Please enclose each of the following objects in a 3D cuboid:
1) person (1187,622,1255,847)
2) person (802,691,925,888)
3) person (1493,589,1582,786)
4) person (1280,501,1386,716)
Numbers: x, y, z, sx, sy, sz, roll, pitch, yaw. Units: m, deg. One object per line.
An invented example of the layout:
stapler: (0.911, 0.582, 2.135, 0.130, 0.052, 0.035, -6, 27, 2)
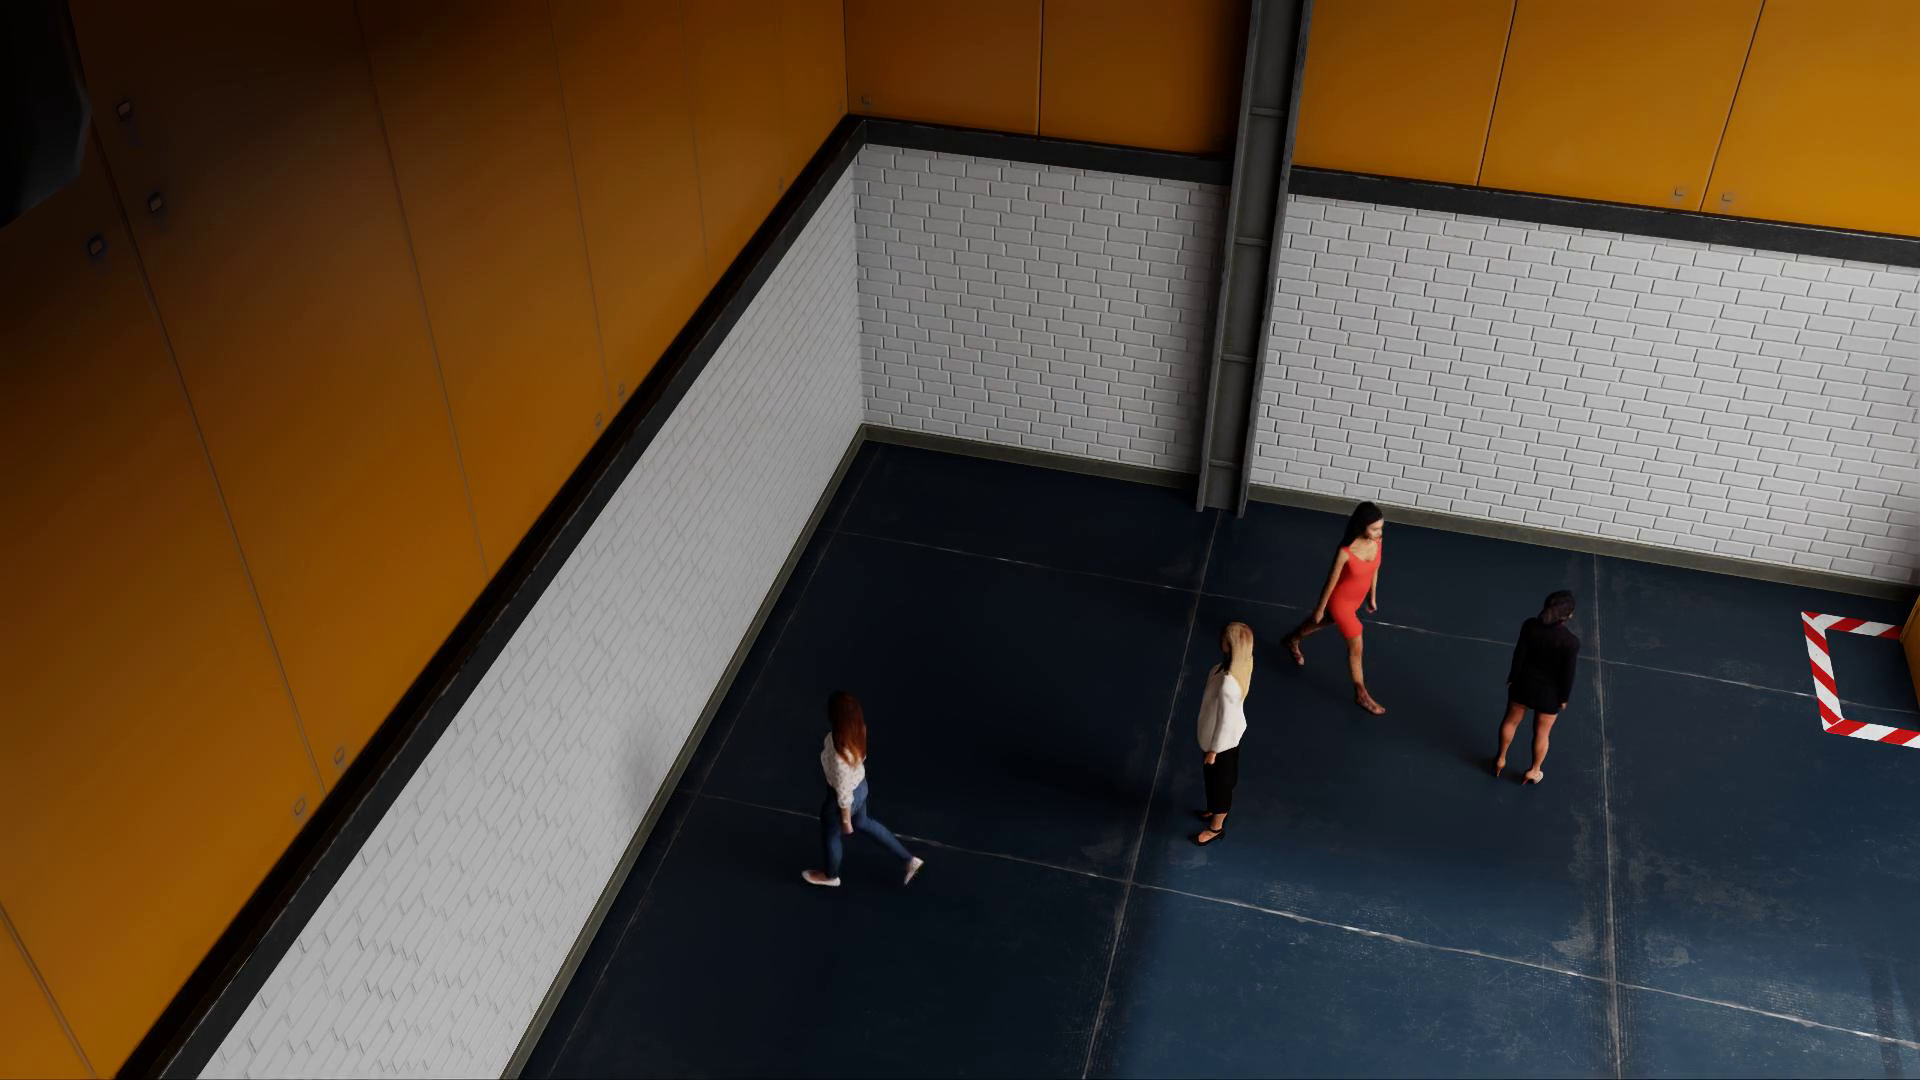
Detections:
person: (1.654, 1.228, 10.508, 0.516, 1.859, 0.609, 11, 40, 13)
person: (-0.609, 1.571, 10.198, 1.011, 1.709, 0.577, 9, 40, 11)
person: (3.819, 0.983, 10.990, 0.662, 1.639, 0.729, 26, 45, 28)
person: (2.645, 0.389, 11.710, 1.017, 1.670, 1.247, -30, 47, -32)
